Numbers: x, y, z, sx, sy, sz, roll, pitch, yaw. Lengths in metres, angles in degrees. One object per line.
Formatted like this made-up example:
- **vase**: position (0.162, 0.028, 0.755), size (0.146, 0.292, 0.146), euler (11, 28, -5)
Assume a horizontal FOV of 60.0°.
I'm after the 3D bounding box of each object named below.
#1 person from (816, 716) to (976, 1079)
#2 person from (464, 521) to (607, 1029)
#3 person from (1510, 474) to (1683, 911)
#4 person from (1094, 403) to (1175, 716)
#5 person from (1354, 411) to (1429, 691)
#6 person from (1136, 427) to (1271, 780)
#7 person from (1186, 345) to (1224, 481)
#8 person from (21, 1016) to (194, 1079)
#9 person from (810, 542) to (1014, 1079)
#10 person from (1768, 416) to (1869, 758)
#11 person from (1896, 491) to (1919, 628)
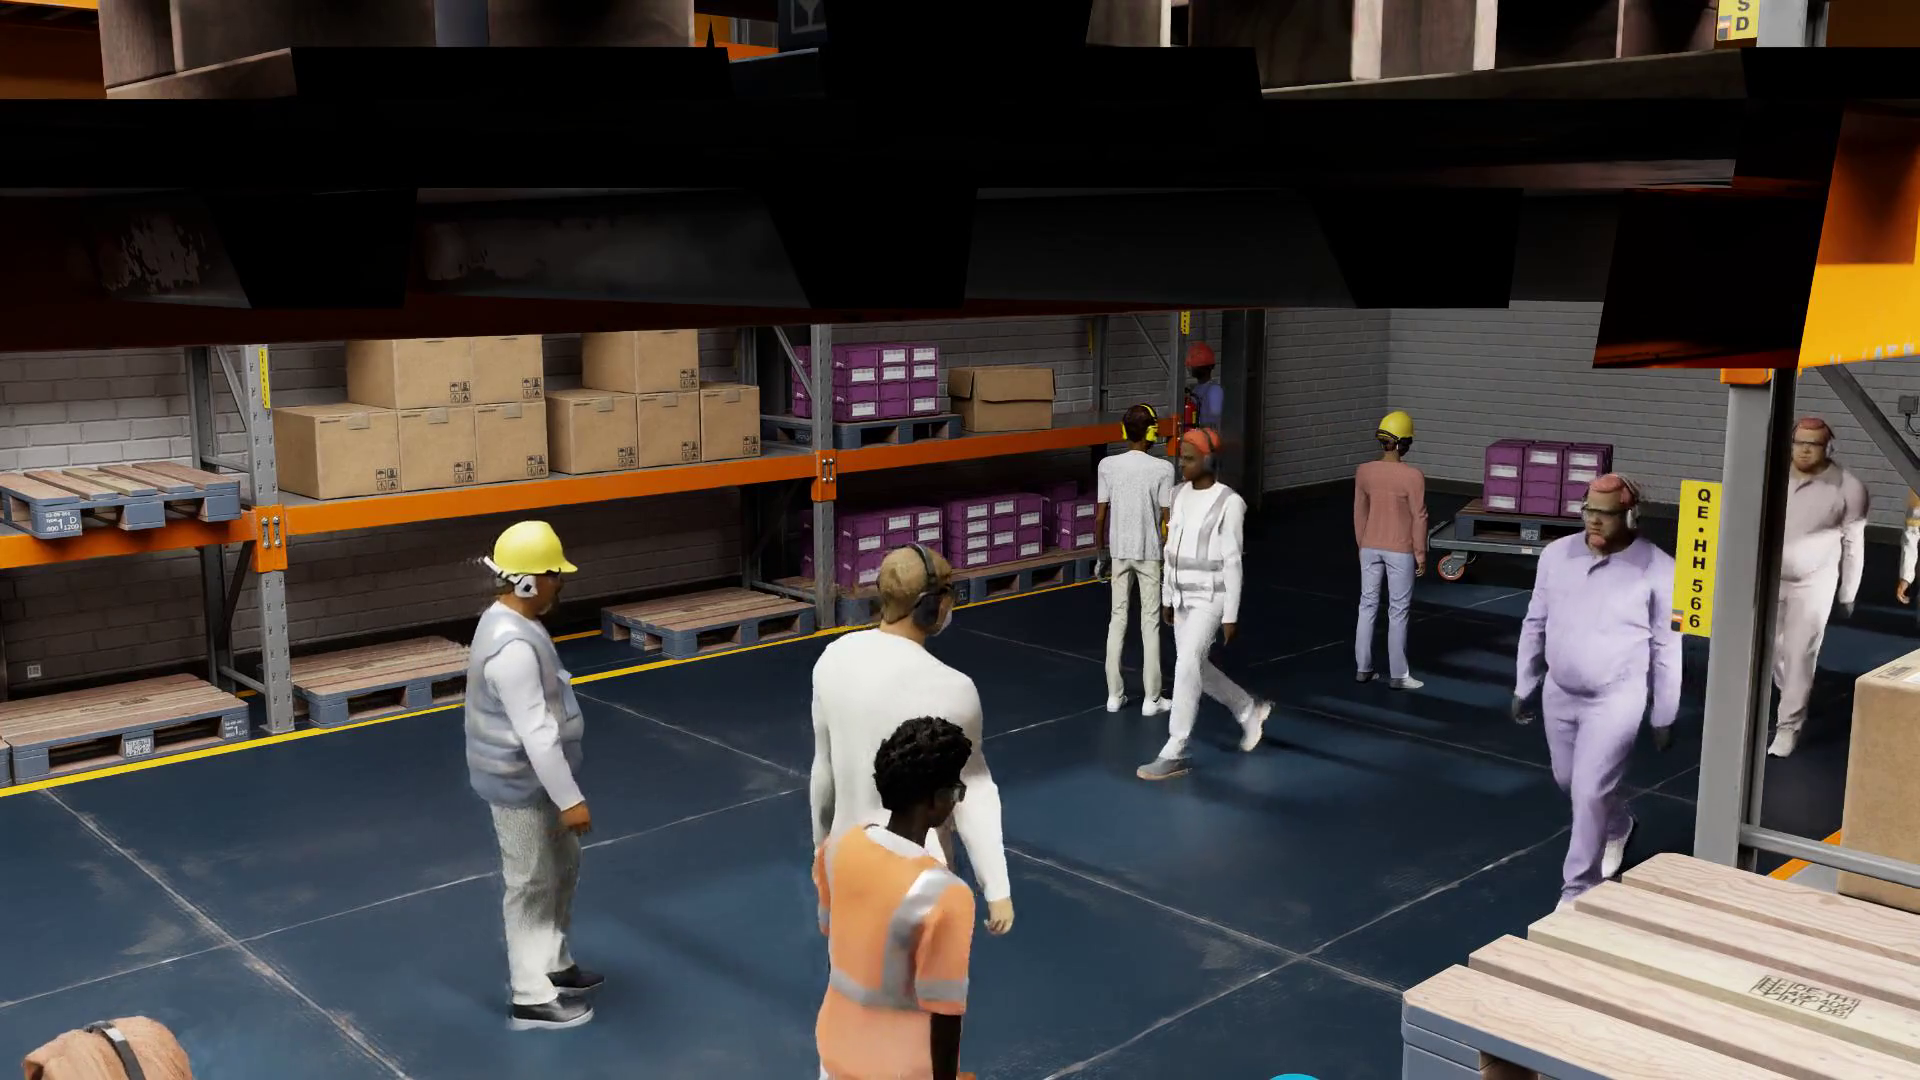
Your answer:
- **person**: position (-0.235, 1.249, 3.910), size (0.679, 1.672, 0.566), euler (-8, 12, -39)
- **person**: position (-1.494, 0.838, 5.870), size (0.468, 1.822, 0.613), euler (-2, 10, -11)
- **person**: position (2.690, 0.632, 6.969), size (0.919, 1.870, 0.651), euler (-7, 12, -37)
- **person**: position (1.058, 0.118, 9.966), size (0.532, 1.864, 0.312), euler (5, 11, 25)
- **person**: position (2.731, 0.068, 10.544), size (0.310, 1.769, 0.525), euler (-9, 13, -41)
- **person**: position (1.320, 0.320, 8.820), size (0.842, 1.856, 0.585), euler (-5, 11, -26)
- **person**: position (2.245, -0.863, 15.606), size (0.350, 1.918, 0.684), euler (-2, 10, -10)
- **person**: position (-1.295, 1.510, 2.577), size (0.540, 1.589, 0.873), euler (9, 13, 43)
- **person**: position (-0.075, 0.946, 4.965), size (0.791, 1.912, 0.666), euler (-8, 13, -40)
- **person**: position (4.724, 0.219, 9.371), size (0.928, 1.871, 0.643), euler (-9, 13, -44)
- **person**: position (5.638, 0.206, 9.406), size (0.556, 1.892, 0.963), euler (7, 12, 35)
